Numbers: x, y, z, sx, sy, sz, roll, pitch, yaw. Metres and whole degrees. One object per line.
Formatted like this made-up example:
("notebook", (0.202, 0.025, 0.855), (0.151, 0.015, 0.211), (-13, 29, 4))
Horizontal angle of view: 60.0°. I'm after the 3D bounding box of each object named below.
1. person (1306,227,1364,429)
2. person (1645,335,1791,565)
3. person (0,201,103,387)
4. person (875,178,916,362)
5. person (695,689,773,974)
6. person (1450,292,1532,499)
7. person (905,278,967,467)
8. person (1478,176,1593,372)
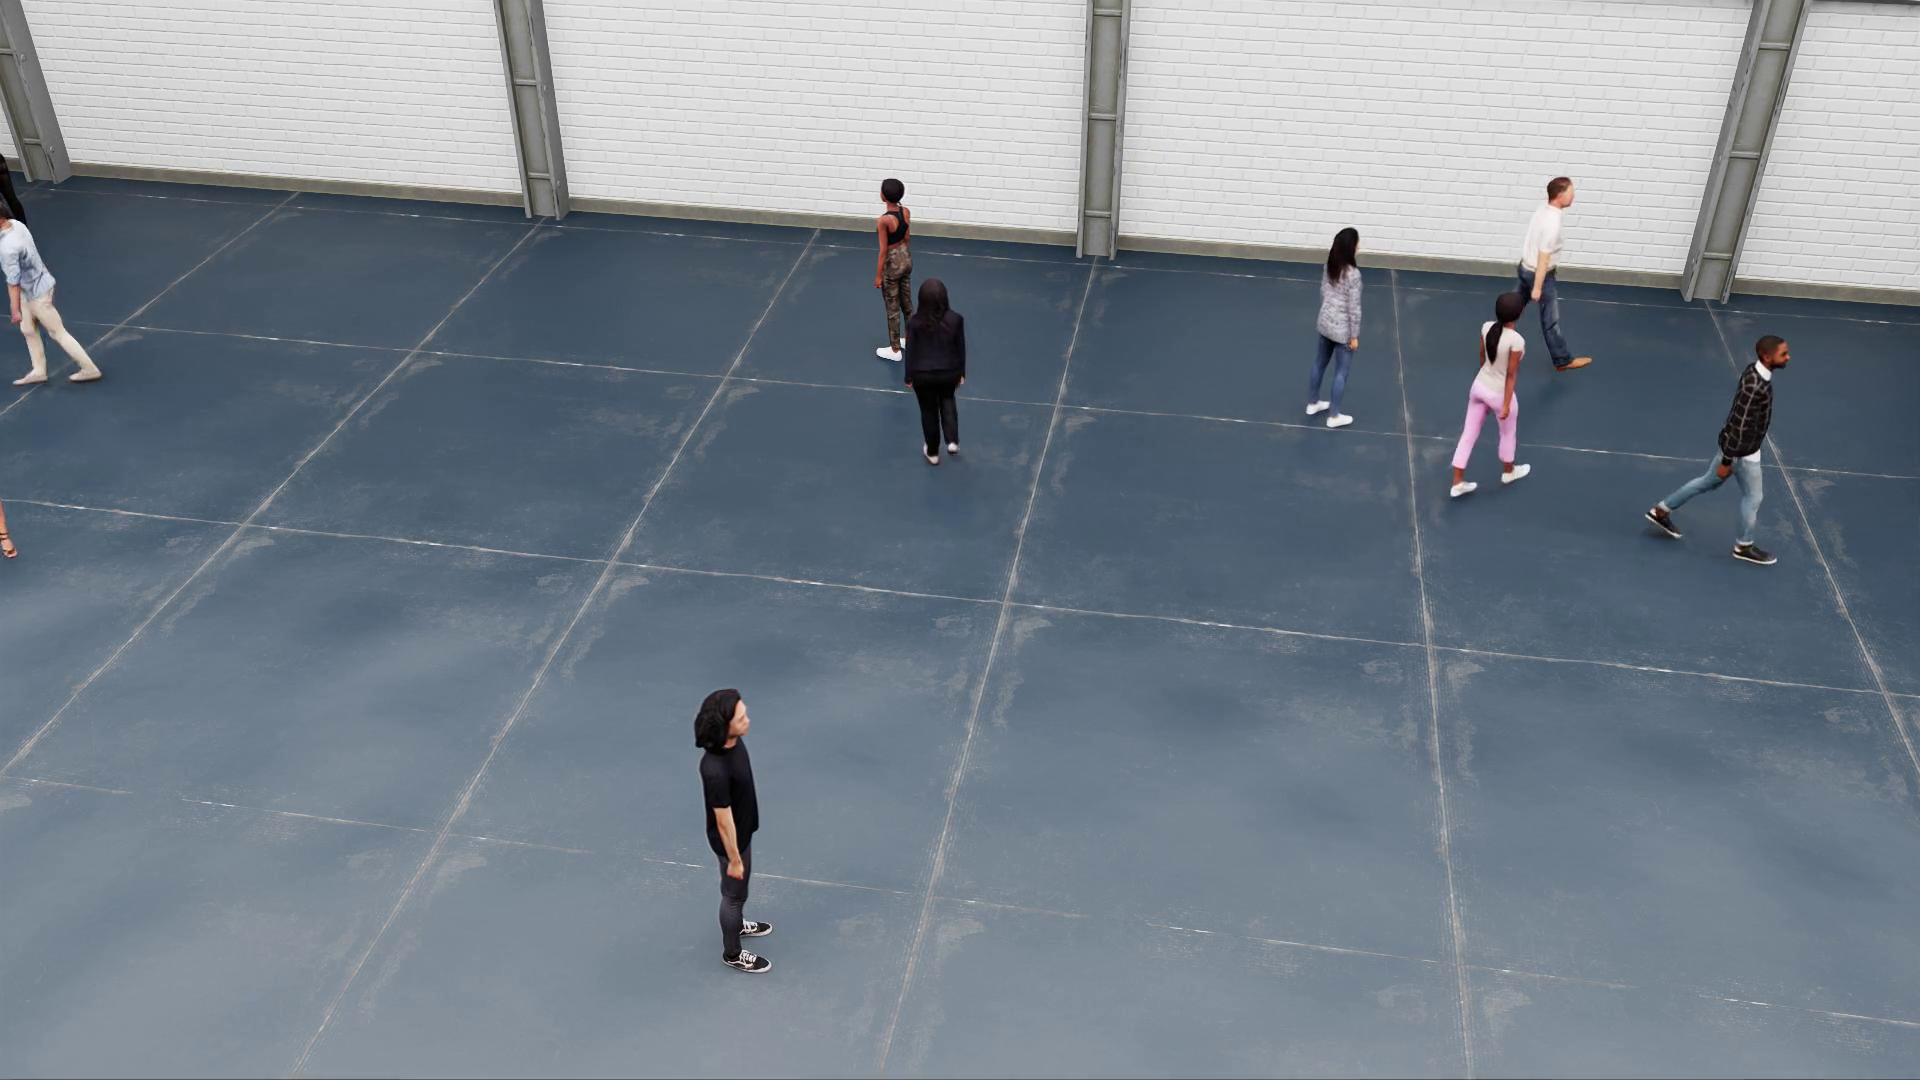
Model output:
("person", (3.130, -1.790, 13.897), (0.737, 1.731, 0.704), (-16, 37, -23))
("person", (5.608, -0.696, 12.202), (1.272, 1.784, 0.919), (16, 37, 22))
("person", (-7.902, -2.136, 14.352), (1.103, 1.802, 0.993), (-6, 34, -10))
("person", (-0.584, -2.430, 14.889), (0.666, 1.699, 0.657), (24, 41, 32))
("person", (-1.214, 1.517, 8.828), (0.598, 1.835, 0.684), (-2, 34, -2))
("person", (4.042, -1.084, 12.849), (1.069, 1.715, 0.977), (-18, 38, -25))
("person", (-0.175, -1.289, 13.258), (0.741, 1.604, 0.824), (-11, 35, -15))
("person", (4.957, -2.314, 14.611), (1.152, 1.813, 0.670), (5, 34, 8))
